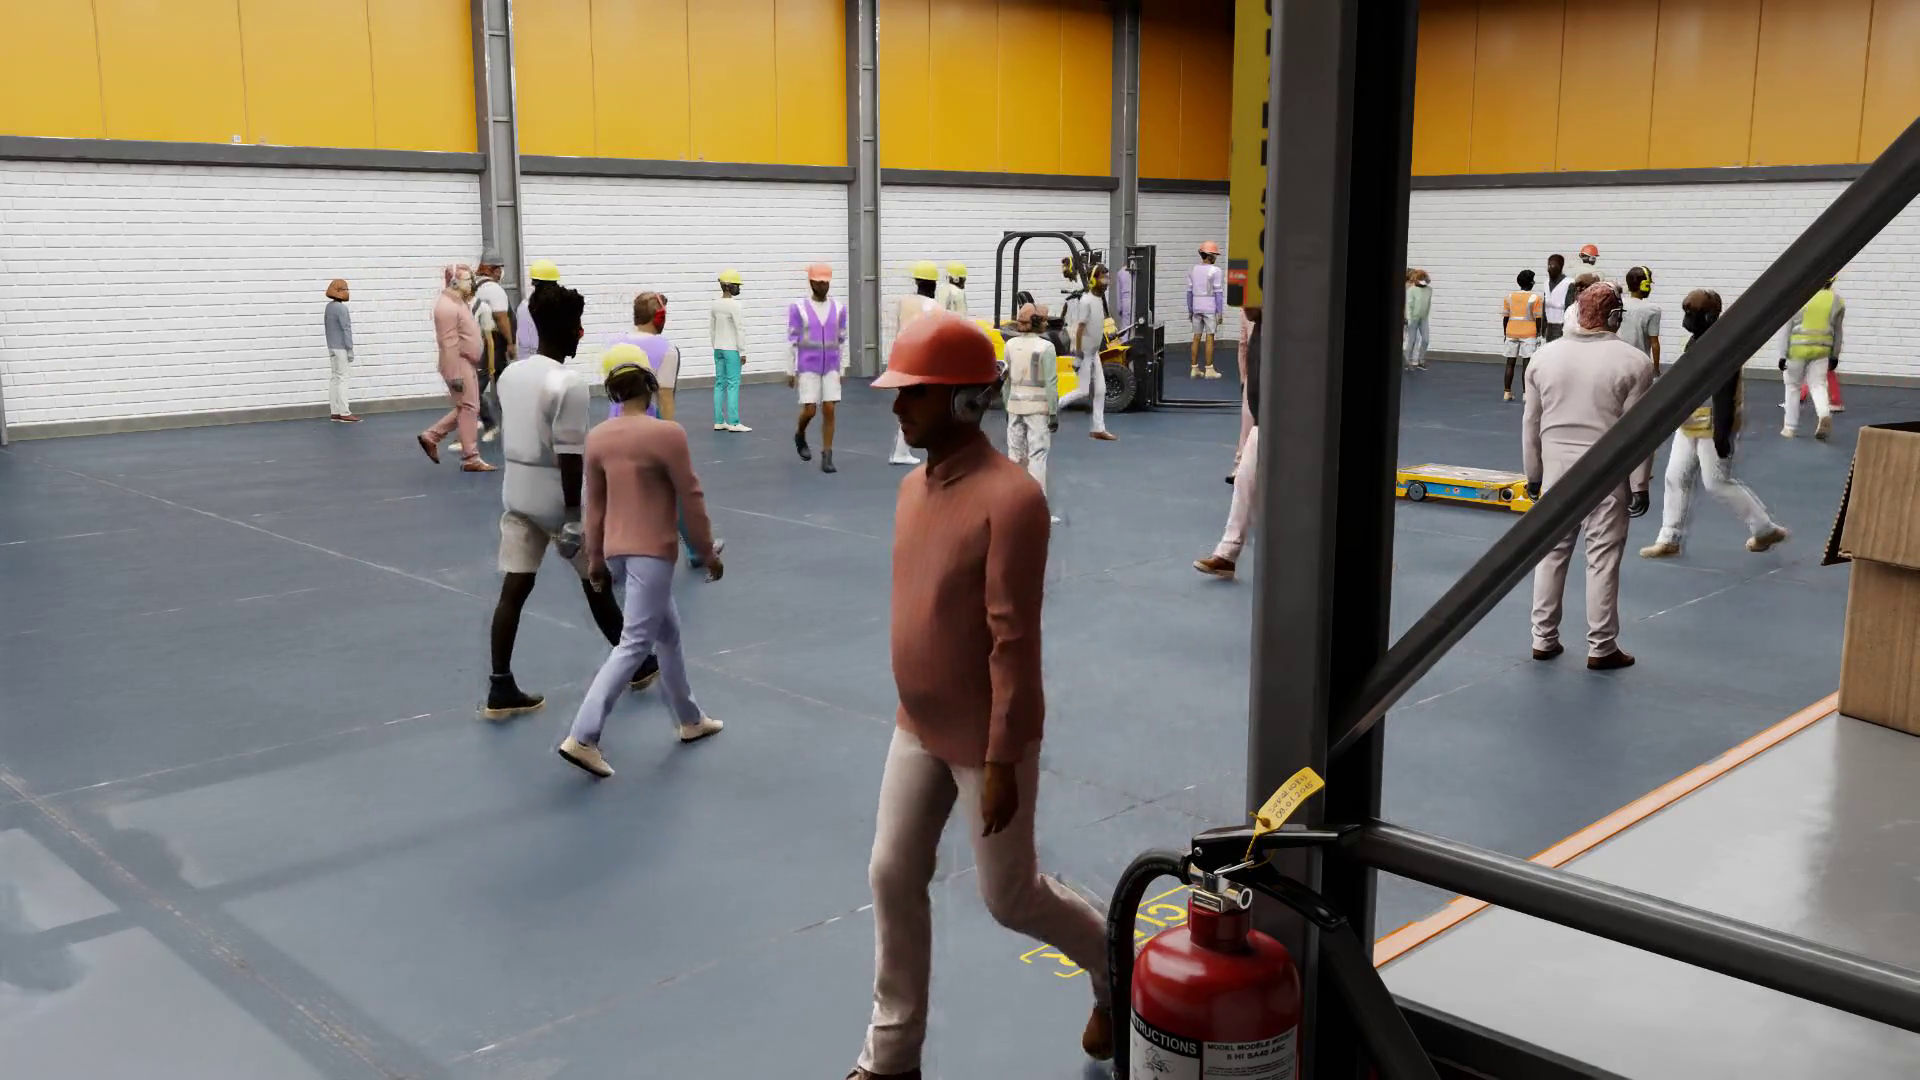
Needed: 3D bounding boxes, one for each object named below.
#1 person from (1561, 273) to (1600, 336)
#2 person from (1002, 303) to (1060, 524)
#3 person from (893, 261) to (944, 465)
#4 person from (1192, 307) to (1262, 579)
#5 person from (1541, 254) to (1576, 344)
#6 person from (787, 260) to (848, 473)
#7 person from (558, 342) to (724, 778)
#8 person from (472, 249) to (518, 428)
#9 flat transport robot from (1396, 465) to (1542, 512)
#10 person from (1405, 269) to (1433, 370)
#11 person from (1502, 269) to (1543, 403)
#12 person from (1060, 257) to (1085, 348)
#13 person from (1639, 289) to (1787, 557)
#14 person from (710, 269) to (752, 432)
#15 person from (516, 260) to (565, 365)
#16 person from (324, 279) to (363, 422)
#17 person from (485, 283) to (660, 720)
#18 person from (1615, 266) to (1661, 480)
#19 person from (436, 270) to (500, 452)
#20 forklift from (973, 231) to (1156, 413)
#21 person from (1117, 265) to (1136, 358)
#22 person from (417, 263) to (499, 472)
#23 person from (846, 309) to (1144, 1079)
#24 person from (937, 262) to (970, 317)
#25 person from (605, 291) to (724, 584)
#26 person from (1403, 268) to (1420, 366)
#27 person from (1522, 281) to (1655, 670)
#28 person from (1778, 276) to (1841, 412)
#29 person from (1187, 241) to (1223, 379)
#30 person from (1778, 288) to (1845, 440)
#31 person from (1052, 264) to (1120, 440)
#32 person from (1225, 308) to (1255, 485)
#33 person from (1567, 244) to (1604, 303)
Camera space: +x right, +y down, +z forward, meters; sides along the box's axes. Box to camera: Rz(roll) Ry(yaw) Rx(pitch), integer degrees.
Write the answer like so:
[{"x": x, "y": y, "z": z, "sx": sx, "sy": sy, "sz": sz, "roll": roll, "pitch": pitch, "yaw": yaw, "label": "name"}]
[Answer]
[{"x": 5.719, "y": -1.539, "z": 15.233, "sx": 0.991, "sy": 1.787, "sz": 0.648, "roll": -5, "pitch": 11, "yaw": -24, "label": "person"}, {"x": 0.522, "y": -0.933, "z": 12.332, "sx": 0.311, "sy": 1.636, "sz": 0.523, "roll": -10, "pitch": 14, "yaw": -44, "label": "person"}, {"x": -0.275, "y": -1.661, "z": 15.622, "sx": 1.008, "sy": 1.874, "sz": 0.604, "roll": -9, "pitch": 14, "yaw": -41, "label": "person"}, {"x": 1.892, "y": -0.690, "z": 10.166, "sx": 1.003, "sy": 1.930, "sz": 0.645, "roll": -2, "pitch": 11, "yaw": -12, "label": "person"}, {"x": 8.098, "y": -2.896, "z": 22.361, "sx": 0.715, "sy": 1.891, "sz": 0.638, "roll": -3, "pitch": 11, "yaw": -18, "label": "person"}, {"x": -1.303, "y": -1.578, "z": 15.077, "sx": 0.551, "sy": 1.921, "sz": 0.612, "roll": -4, "pitch": 11, "yaw": -22, "label": "person"}, {"x": -1.328, "y": 0.062, "z": 6.717, "sx": 0.543, "sy": 1.702, "sz": 0.900, "roll": 9, "pitch": 13, "yaw": 39, "label": "person"}, {"x": -5.198, "y": -2.271, "z": 18.525, "sx": 1.034, "sy": 2.000, "sz": 0.701, "roll": -7, "pitch": 13, "yaw": -34, "label": "person"}, {"x": 4.113, "y": -0.433, "z": 13.337, "sx": 0.652, "sy": 0.197, "sz": 1.431, "roll": -10, "pitch": 14, "yaw": -44, "label": "flat transport robot"}, {"x": 7.199, "y": -3.461, "z": 26.208, "sx": 0.516, "sy": 1.597, "sz": 0.503, "roll": -4, "pitch": 11, "yaw": -19, "label": "person"}, {"x": 7.207, "y": -2.614, "z": 21.325, "sx": 0.317, "sy": 1.698, "sz": 0.540, "roll": -10, "pitch": 14, "yaw": -44, "label": "person"}, {"x": 1.474, "y": -2.881, "z": 22.417, "sx": 0.778, "sy": 1.832, "sz": 0.522, "roll": -1, "pitch": 10, "yaw": -5, "label": "person"}, {"x": 4.983, "y": -0.745, "z": 10.893, "sx": 0.827, "sy": 1.801, "sz": 0.662, "roll": 0, "pitch": 10, "yaw": 0, "label": "person"}, {"x": -2.499, "y": -2.056, "z": 18.108, "sx": 0.322, "sy": 1.765, "sz": 0.533, "roll": -10, "pitch": 14, "yaw": -44, "label": "person"}, {"x": -3.507, "y": -1.399, "z": 14.085, "sx": 0.383, "sy": 1.924, "sz": 0.594, "roll": -10, "pitch": 14, "yaw": -44, "label": "person"}, {"x": -7.104, "y": -2.171, "z": 19.092, "sx": 0.267, "sy": 1.632, "sz": 0.507, "roll": -10, "pitch": 14, "yaw": -44, "label": "person"}, {"x": -1.775, "y": -0.188, "z": 7.513, "sx": 0.617, "sy": 1.905, "sz": 1.033, "roll": 8, "pitch": 13, "yaw": 38, "label": "person"}, {"x": 5.860, "y": -1.450, "z": 14.529, "sx": 0.312, "sy": 1.864, "sz": 0.535, "roll": -10, "pitch": 14, "yaw": -44, "label": "person"}, {"x": -4.923, "y": -1.823, "z": 16.780, "sx": 0.506, "sy": 1.811, "sz": 0.968, "roll": 4, "pitch": 11, "yaw": 22, "label": "person"}, {"x": 1.222, "y": -2.721, "z": 20.561, "sx": 2.313, "sy": 2.155, "sz": 1.214, "roll": 2, "pitch": 11, "yaw": 13, "label": "forklift"}, {"x": 2.873, "y": -3.800, "z": 27.237, "sx": 0.402, "sy": 1.904, "sz": 0.652, "roll": -10, "pitch": 14, "yaw": -44, "label": "person"}, {"x": -4.559, "y": -1.545, "z": 14.988, "sx": 0.651, "sy": 1.889, "sz": 0.650, "roll": -1, "pitch": 10, "yaw": -6, "label": "person"}, {"x": 0.082, "y": 0.423, "z": 4.041, "sx": 0.878, "sy": 1.969, "sz": 0.608, "roll": -7, "pitch": 12, "yaw": -33, "label": "person"}, {"x": -0.016, "y": -2.698, "z": 21.581, "sx": 0.933, "sy": 1.772, "sz": 0.600, "roll": -5, "pitch": 12, "yaw": -25, "label": "person"}, {"x": -1.919, "y": -0.649, "z": 10.383, "sx": 0.566, "sy": 1.779, "sz": 0.983, "roll": 6, "pitch": 12, "yaw": 31, "label": "person"}, {"x": 7.243, "y": -3.634, "z": 27.170, "sx": 0.741, "sy": 1.618, "sz": 0.530, "roll": 6, "pitch": 12, "yaw": 31, "label": "person"}, {"x": 3.122, "y": -0.319, "z": 8.253, "sx": 0.402, "sy": 1.906, "sz": 0.652, "roll": -10, "pitch": 14, "yaw": -44, "label": "person"}, {"x": 10.291, "y": -2.394, "z": 20.049, "sx": 0.842, "sy": 1.732, "sz": 0.532, "roll": 2, "pitch": 11, "yaw": 12, "label": "person"}, {"x": 3.679, "y": -3.427, "z": 24.828, "sx": 0.386, "sy": 2.039, "sz": 0.615, "roll": -10, "pitch": 14, "yaw": -44, "label": "person"}, {"x": 8.886, "y": -1.946, "z": 17.368, "sx": 0.635, "sy": 1.824, "sz": 0.784, "roll": 2, "pitch": 11, "yaw": 9, "label": "person"}, {"x": 1.264, "y": -1.954, "z": 17.363, "sx": 0.779, "sy": 1.845, "sz": 0.519, "roll": 5, "pitch": 11, "yaw": 25, "label": "person"}, {"x": 2.606, "y": -1.370, "z": 14.060, "sx": 0.662, "sy": 1.867, "sz": 0.945, "roll": 6, "pitch": 12, "yaw": 28, "label": "person"}, {"x": 9.527, "y": -3.501, "z": 25.366, "sx": 0.390, "sy": 1.990, "sz": 0.623, "roll": -10, "pitch": 14, "yaw": -44, "label": "person"}]
